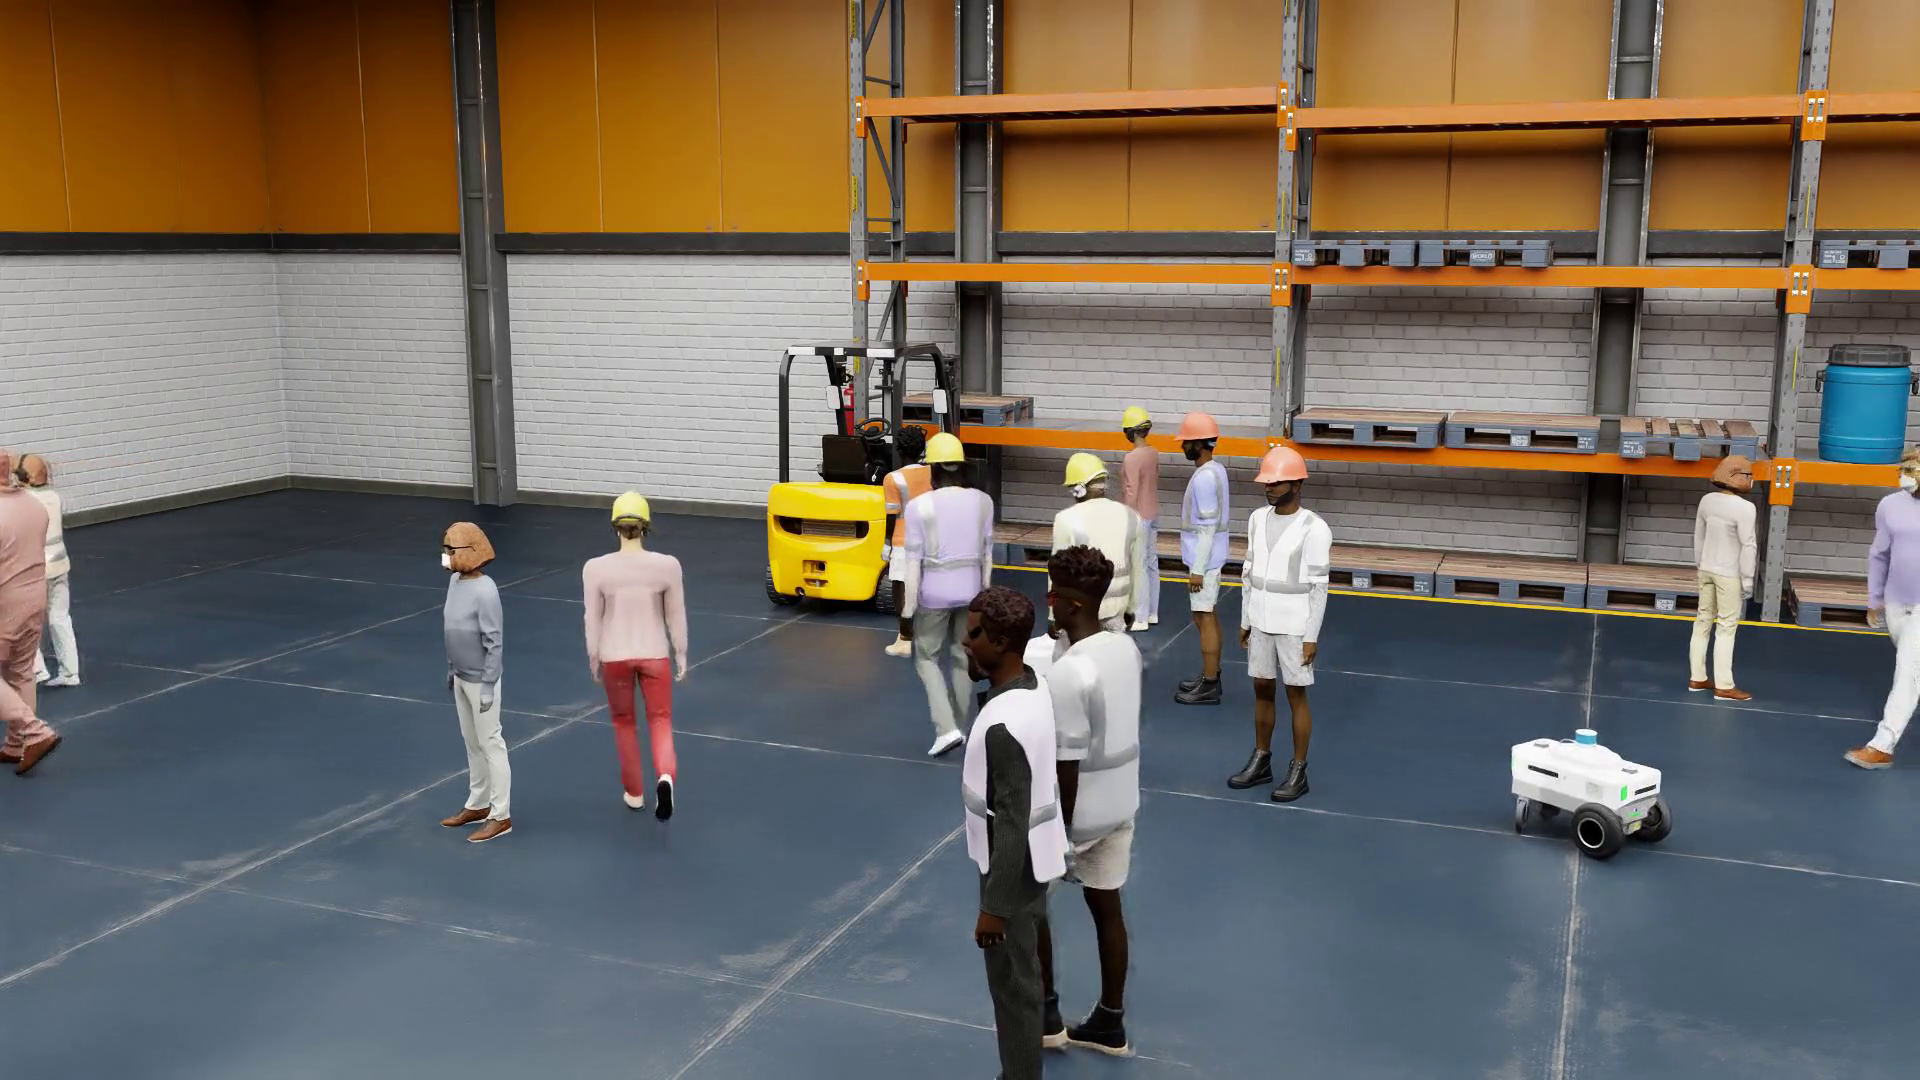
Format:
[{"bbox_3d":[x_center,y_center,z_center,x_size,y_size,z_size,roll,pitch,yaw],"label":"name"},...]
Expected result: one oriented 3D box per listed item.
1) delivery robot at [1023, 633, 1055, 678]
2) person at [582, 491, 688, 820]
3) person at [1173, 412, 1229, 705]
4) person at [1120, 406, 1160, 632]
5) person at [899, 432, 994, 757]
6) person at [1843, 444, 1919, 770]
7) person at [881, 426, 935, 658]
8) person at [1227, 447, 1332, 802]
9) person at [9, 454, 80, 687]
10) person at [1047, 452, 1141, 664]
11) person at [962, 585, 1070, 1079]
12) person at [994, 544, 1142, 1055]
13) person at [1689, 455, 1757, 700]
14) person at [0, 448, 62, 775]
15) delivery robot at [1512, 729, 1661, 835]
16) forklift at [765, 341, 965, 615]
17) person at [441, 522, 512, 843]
[{"bbox_3d":[0.639,0.782,10.840,0.707,0.478,0.477,0,10,-2],"label":"delivery robot"},{"bbox_3d":[-1.685,0.623,8.693,0.528,1.745,0.638,-3,11,-15],"label":"person"},{"bbox_3d":[1.572,0.121,10.942,0.377,1.932,0.551,3,11,15],"label":"person"},{"bbox_3d":[1.383,-0.162,12.996,0.329,1.765,0.526,6,12,29],"label":"person"},{"bbox_3d":[-0.076,0.328,9.868,0.617,1.937,0.472,-5,11,-27],"label":"person"},{"bbox_3d":[5.594,0.371,9.721,1.034,1.878,0.630,-5,11,-25],"label":"person"},{"bbox_3d":[-0.355,0.014,12.203,0.532,1.696,0.319,-9,14,-41],"label":"person"},{"bbox_3d":[1.741,0.454,9.080,0.359,1.938,0.545,-9,13,-40],"label":"person"},{"bbox_3d":[-6.260,0.224,11.238,0.518,1.620,0.540,1,10,4],"label":"person"},{"bbox_3d":[0.778,0.388,9.813,0.634,1.800,0.444,-5,11,-26],"label":"person"},{"bbox_3d":[0.167,1.097,5.553,0.392,1.919,0.591,1,10,5],"label":"person"},{"bbox_3d":[0.389,0.967,6.206,0.582,1.948,0.615,8,13,37],"label":"person"},{"bbox_3d":[5.102,0.243,11.102,0.286,1.632,0.500,-3,11,-15],"label":"person"},{"bbox_3d":[-5.451,0.402,9.500,0.539,1.895,0.680,1,10,5],"label":"person"},{"bbox_3d":[3.175,1.208,8.471,0.477,0.478,0.707,-7,12,-34],"label":"delivery robot"},{"bbox_3d":[-0.739,-0.602,14.246,1.214,2.155,2.313,4,11,21],"label":"forklift"},{"bbox_3d":[-2.483,0.714,8.476,0.278,1.634,0.498,-8,13,-39],"label":"person"}]
